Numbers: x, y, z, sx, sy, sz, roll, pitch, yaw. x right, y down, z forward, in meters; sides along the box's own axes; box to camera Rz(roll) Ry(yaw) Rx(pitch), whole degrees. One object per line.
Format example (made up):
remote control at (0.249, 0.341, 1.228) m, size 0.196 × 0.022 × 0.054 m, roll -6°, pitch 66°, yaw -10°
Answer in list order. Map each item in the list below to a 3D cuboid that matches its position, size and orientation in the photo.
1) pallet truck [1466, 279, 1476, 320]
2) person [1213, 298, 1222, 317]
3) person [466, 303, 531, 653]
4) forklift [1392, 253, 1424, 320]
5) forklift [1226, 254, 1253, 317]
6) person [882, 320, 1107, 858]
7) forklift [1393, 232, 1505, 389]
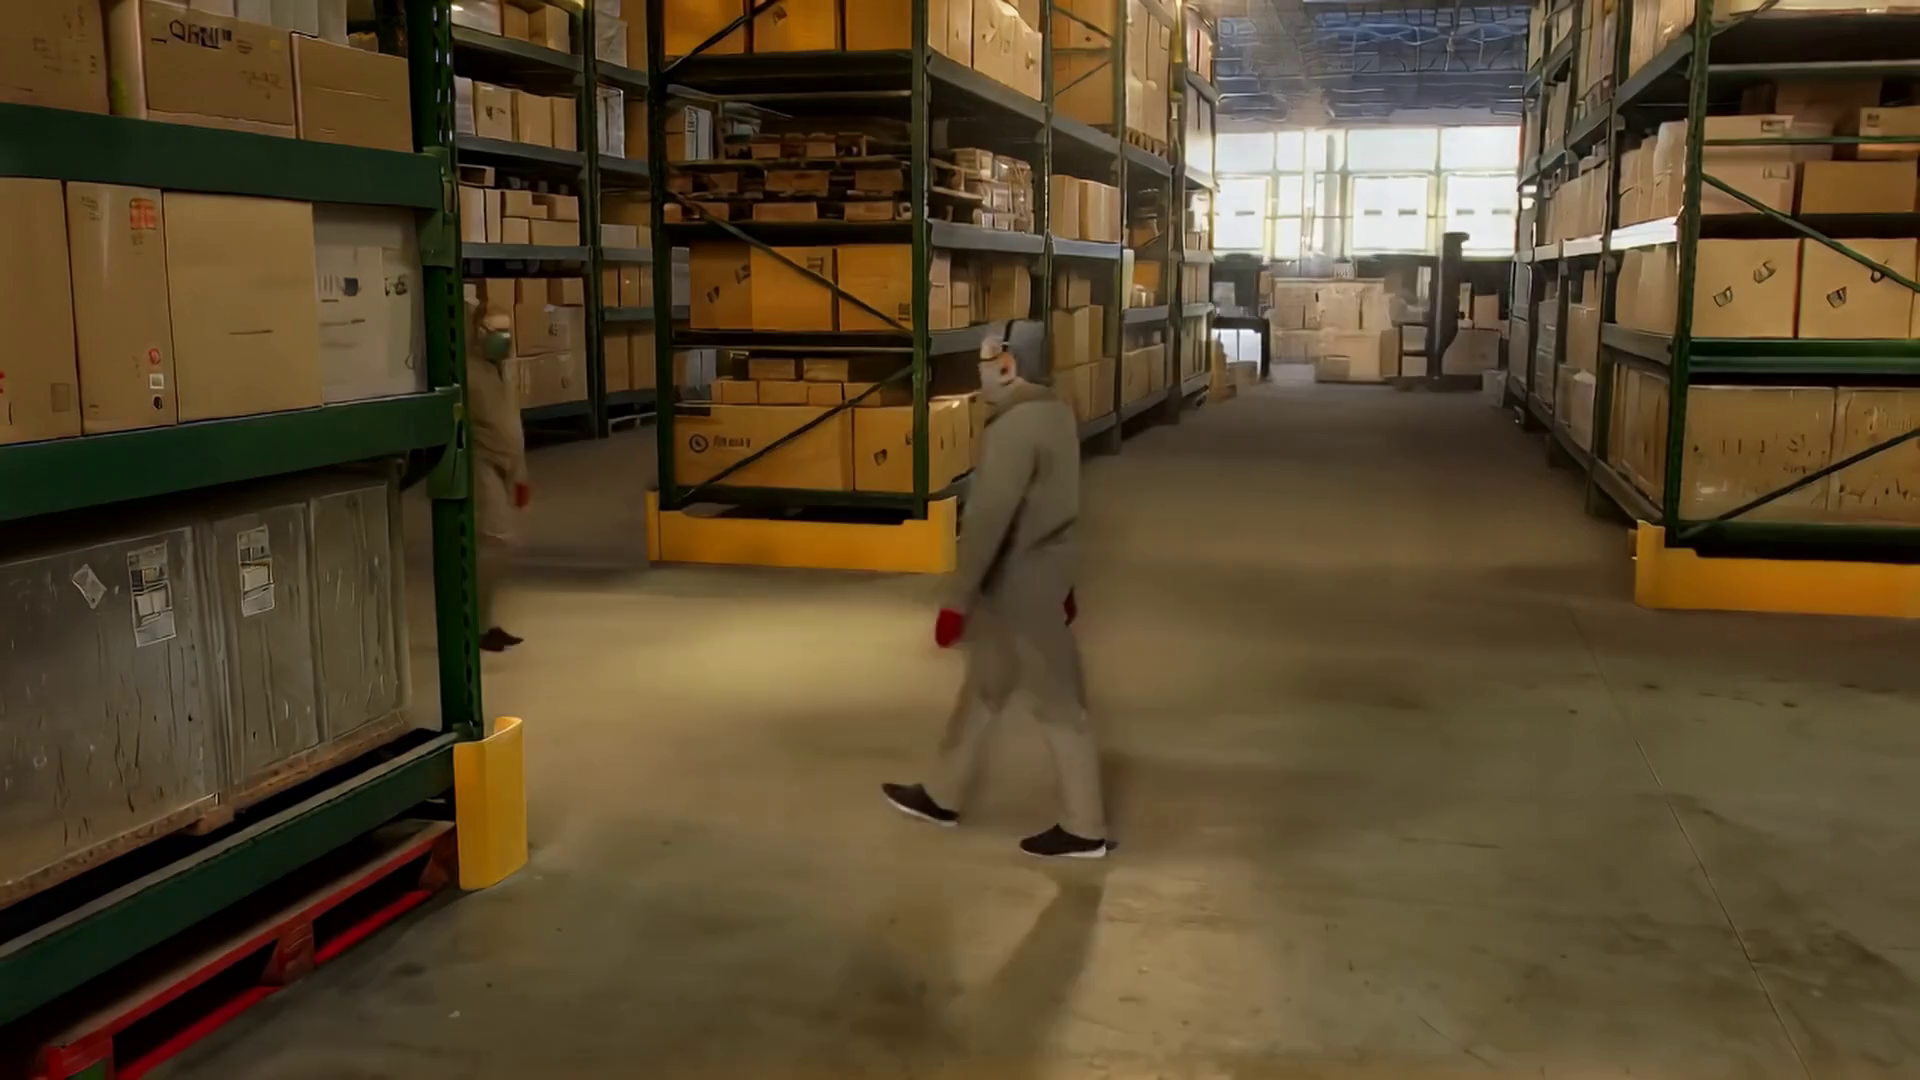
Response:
pallet truck at (18.896, -8.459, 60.307) m, size 1.885 × 1.965 × 0.823 m, roll 5°, pitch 10°, yaw 31°
person at (5.653, -4.570, 36.893) m, size 0.888 × 1.588 × 0.545 m, roll 1°, pitch 9°, yaw 4°
person at (-2.536, -0.326, 8.985) m, size 0.455 × 1.886 × 0.672 m, roll 1°, pitch 9°, yaw 8°
forklift at (14.534, -7.989, 54.531) m, size 1.129 × 2.768 × 1.873 m, roll -9°, pitch 12°, yaw -43°
forklift at (9.270, -8.127, 55.406) m, size 1.873 × 2.768 × 1.129 m, roll -7°, pitch 11°, yaw -38°
person at (0.105, 0.176, 5.838) m, size 0.947 × 1.862 × 0.663 m, roll 3°, pitch 9°, yaw 17°
forklift at (8.814, -4.109, 29.877) m, size 1.873 × 2.768 × 1.129 m, roll 2°, pitch 9°, yaw 15°
